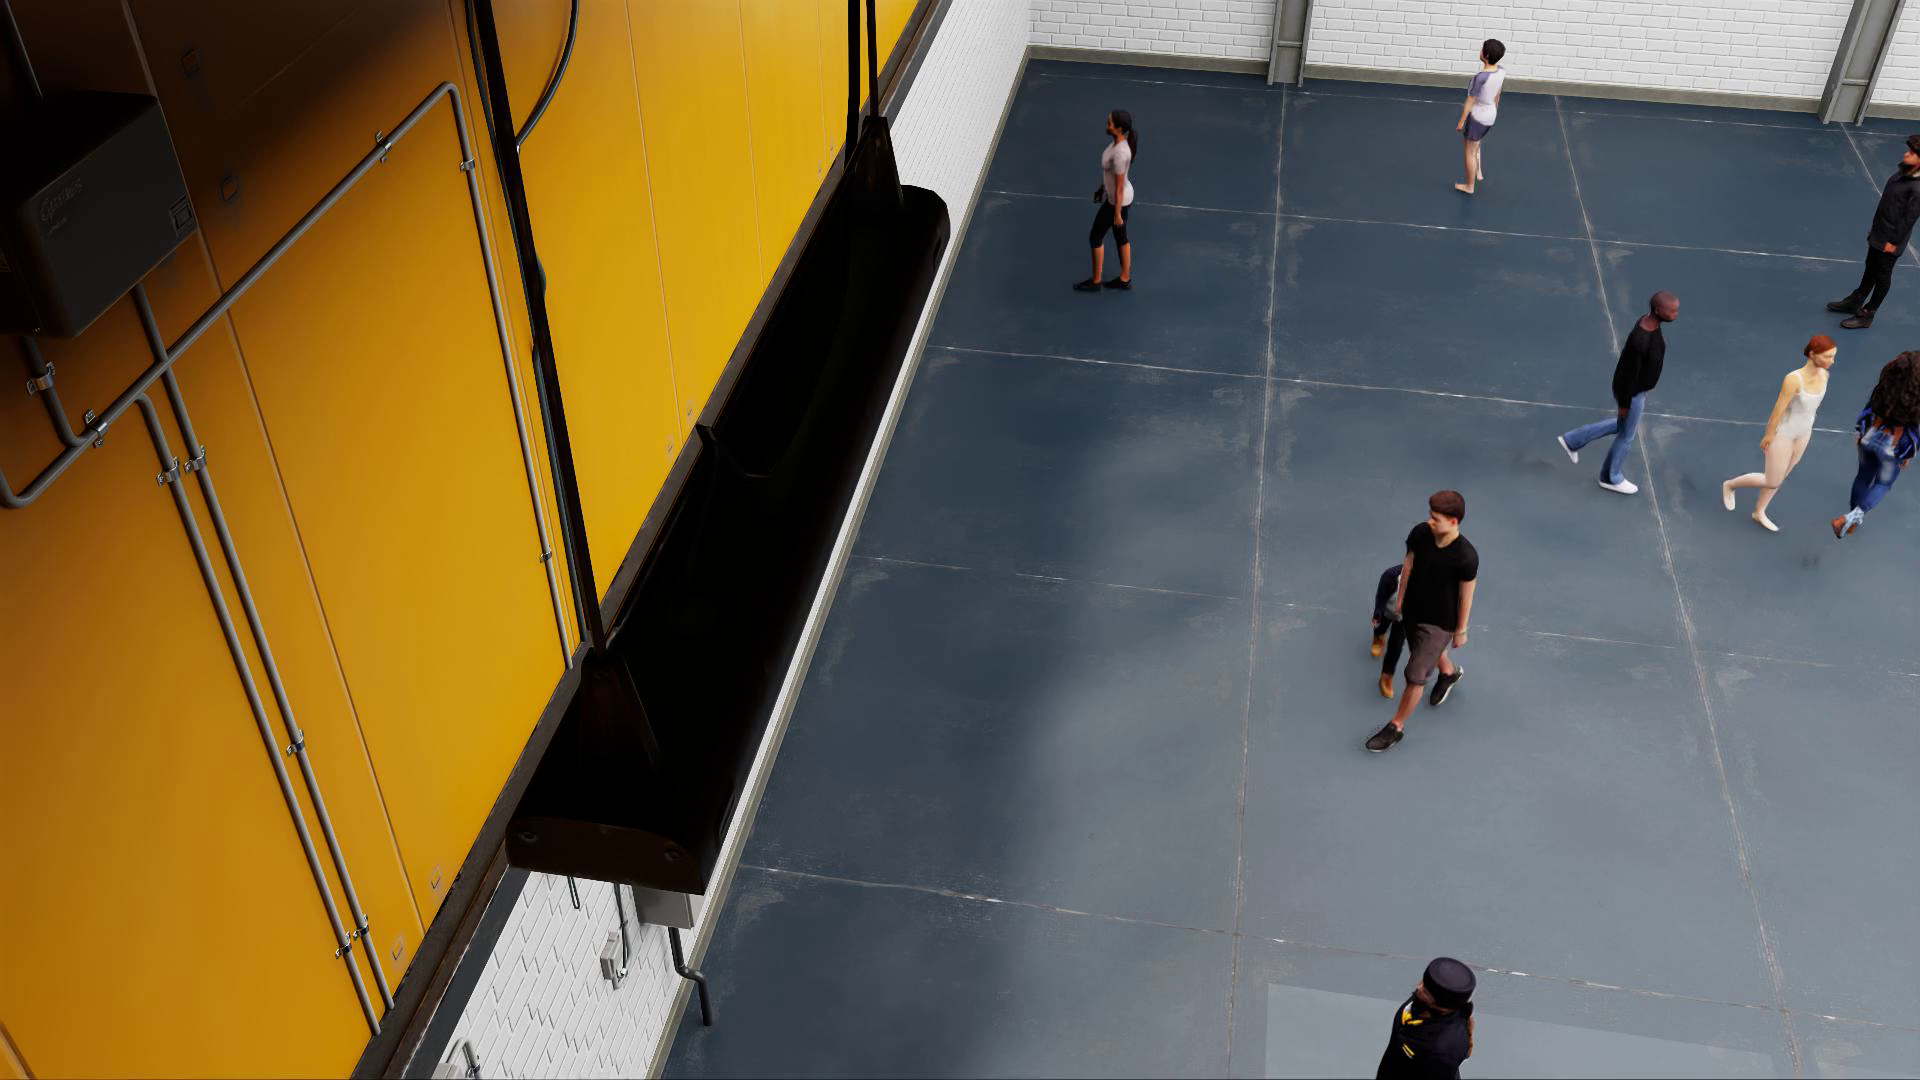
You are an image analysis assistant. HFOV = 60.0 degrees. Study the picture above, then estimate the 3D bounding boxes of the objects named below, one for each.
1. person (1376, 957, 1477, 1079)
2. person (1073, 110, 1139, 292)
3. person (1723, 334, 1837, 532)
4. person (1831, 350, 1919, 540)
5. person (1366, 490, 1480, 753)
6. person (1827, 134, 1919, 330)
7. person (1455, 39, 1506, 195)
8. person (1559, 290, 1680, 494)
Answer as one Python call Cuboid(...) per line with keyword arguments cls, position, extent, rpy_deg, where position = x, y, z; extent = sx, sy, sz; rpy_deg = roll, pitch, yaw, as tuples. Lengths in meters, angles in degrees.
Cuboid(cls="person", position=(2.180, 2.569, 7.880), extent=(0.616, 1.671, 0.698), rpy_deg=(5, 39, 6))
Cuboid(cls="person", position=(1.475, -3.001, 14.807), extent=(0.747, 1.732, 0.617), rpy_deg=(7, 39, 9))
Cuboid(cls="person", position=(5.980, -0.815, 12.146), extent=(0.742, 1.636, 0.793), rpy_deg=(-19, 42, -22))
Cuboid(cls="person", position=(6.603, -0.647, 11.960), extent=(0.953, 1.605, 0.903), rpy_deg=(-27, 46, -29))
Cuboid(cls="person", position=(3.013, 0.436, 10.425), extent=(1.247, 1.828, 1.185), rpy_deg=(-25, 45, -28))
Cuboid(cls="person", position=(8.047, -2.675, 14.358), extent=(0.611, 1.781, 0.633), rpy_deg=(3, 39, 4))
Cuboid(cls="person", position=(5.187, -4.148, 16.386), extent=(0.675, 1.553, 0.722), rpy_deg=(-32, 48, -33))
Cuboid(cls="person", position=(4.952, -1.138, 12.473), extent=(0.959, 1.733, 0.750), rpy_deg=(17, 42, 20))
